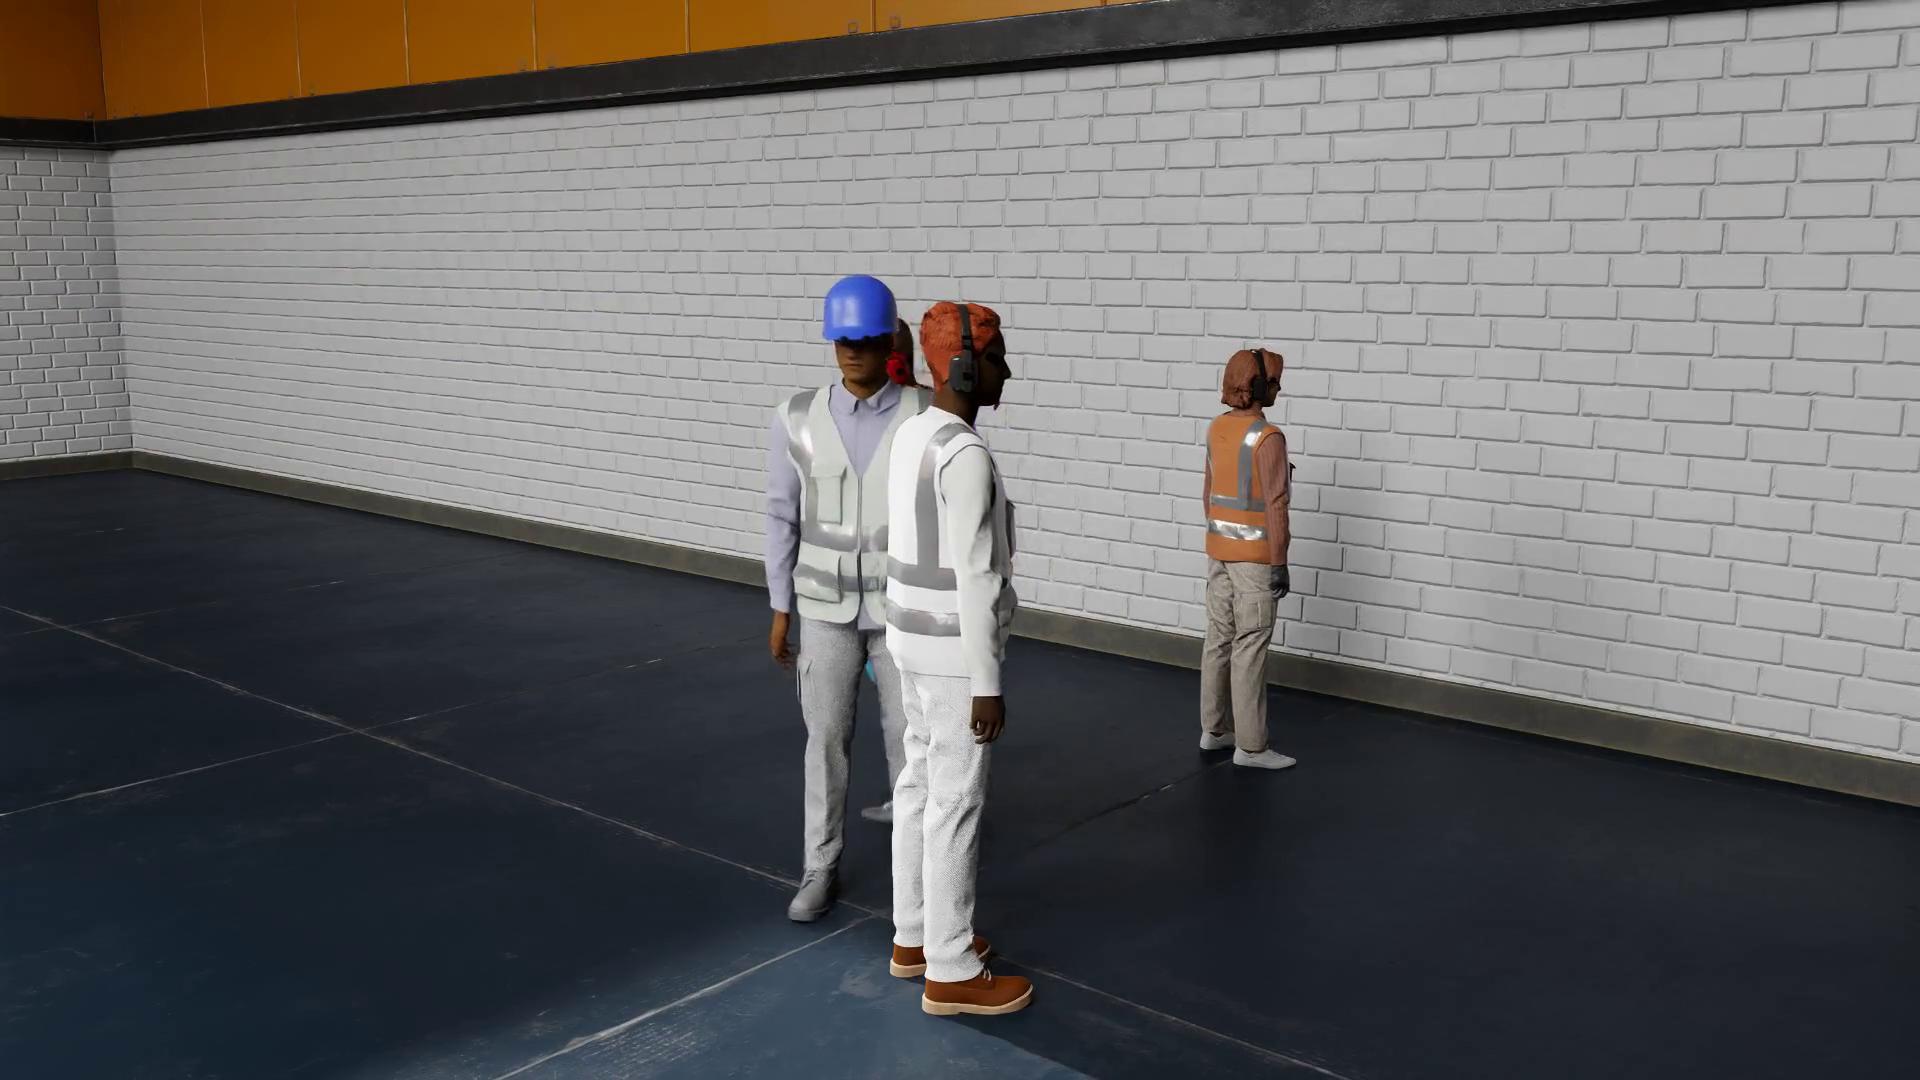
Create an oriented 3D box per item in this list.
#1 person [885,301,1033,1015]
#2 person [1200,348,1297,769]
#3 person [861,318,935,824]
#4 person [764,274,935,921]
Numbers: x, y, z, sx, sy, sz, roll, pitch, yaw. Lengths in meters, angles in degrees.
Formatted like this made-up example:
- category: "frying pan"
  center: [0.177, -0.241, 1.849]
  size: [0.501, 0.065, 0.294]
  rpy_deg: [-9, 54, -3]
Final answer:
- category: "person"
  center: [-0.021, 0.314, 4.439]
  size: [0.338, 1.882, 0.583]
  rpy_deg: [-4, 11, -19]
- category: "person"
  center: [1.118, 0.074, 6.502]
  size: [0.306, 1.640, 0.522]
  rpy_deg: [-4, 11, -22]
- category: "person"
  center: [-0.196, 0.129, 5.710]
  size: [0.496, 1.811, 0.622]
  rpy_deg: [2, 10, 9]
- category: "person"
  center: [-0.280, 0.190, 4.960]
  size: [0.614, 1.945, 0.400]
  rpy_deg: [1, 10, 5]
